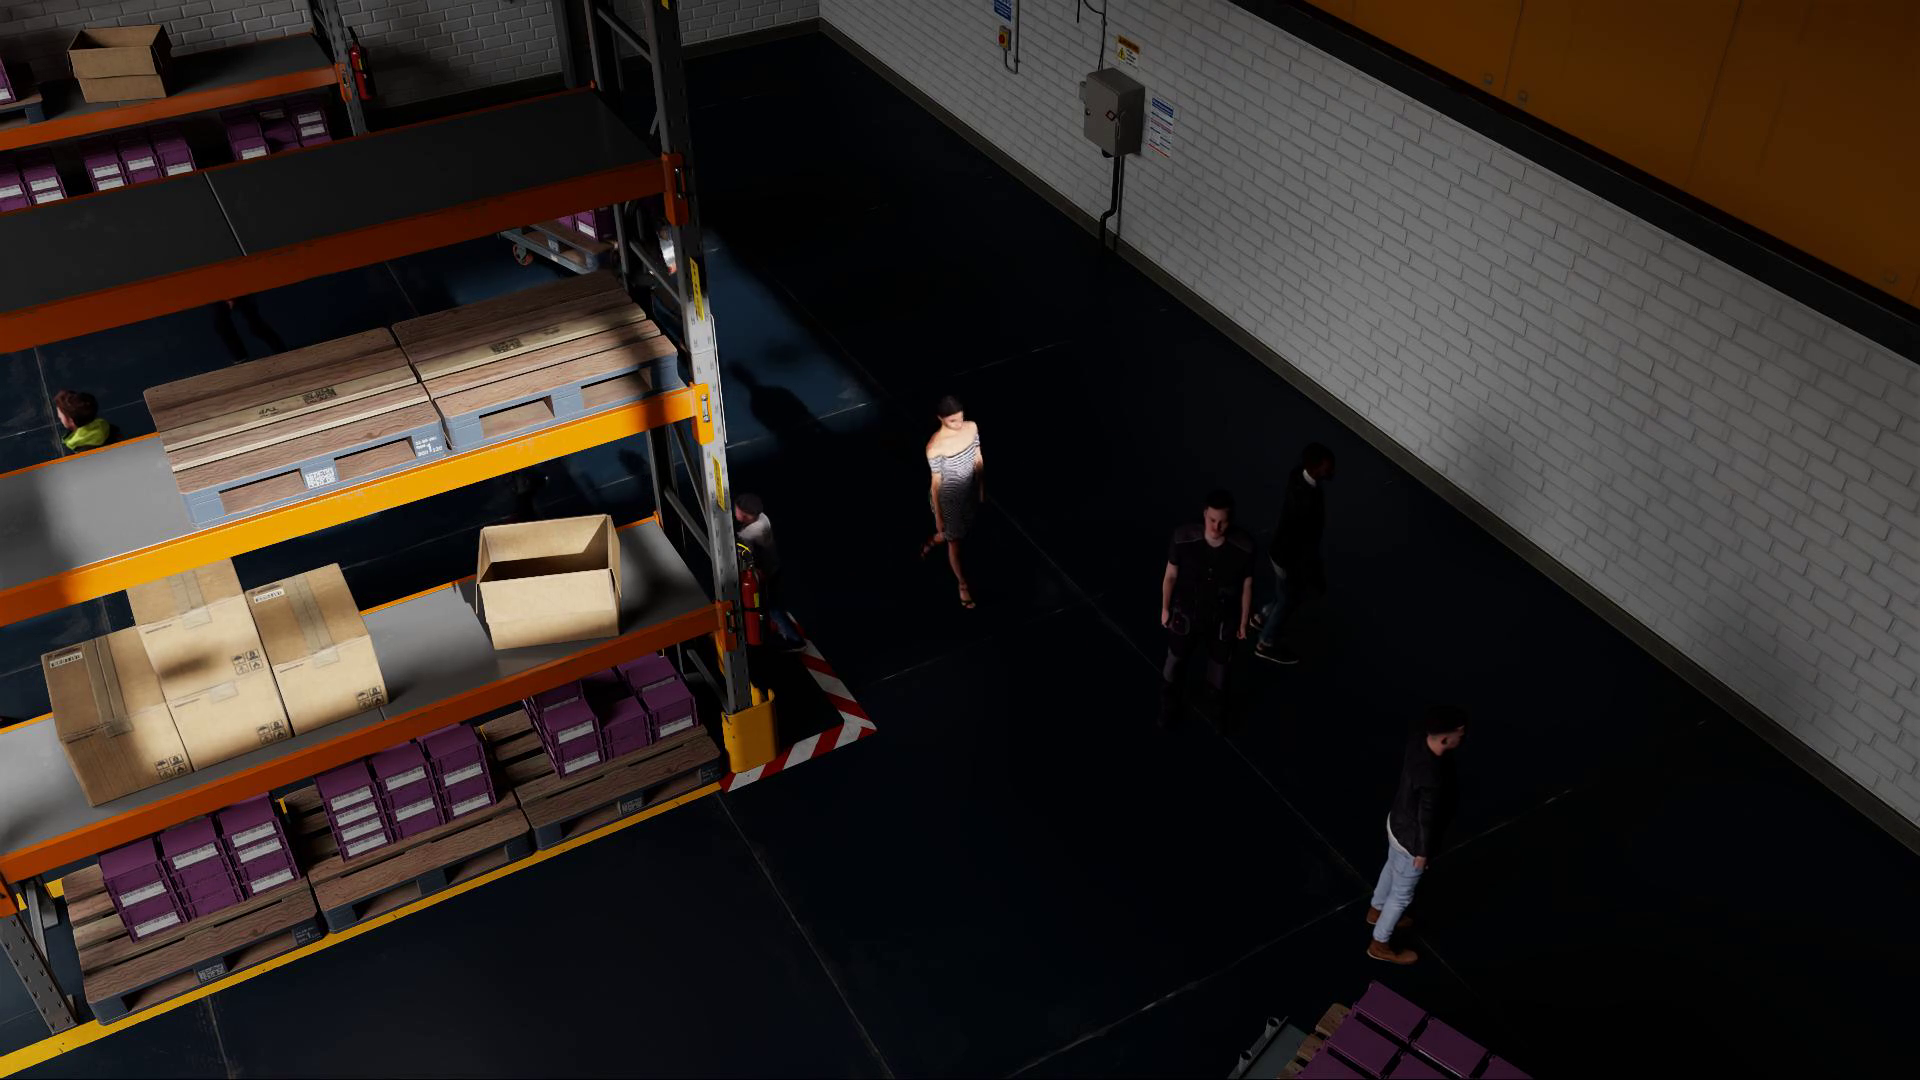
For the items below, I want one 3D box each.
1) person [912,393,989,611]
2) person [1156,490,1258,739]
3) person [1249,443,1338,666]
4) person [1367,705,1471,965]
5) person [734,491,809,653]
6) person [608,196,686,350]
[{"bbox_3d":[-0.107,-0.283,11.098,0.810,1.797,0.828,31,48,33],"label":"person"},{"bbox_3d":[1.501,0.434,10.162,0.775,1.844,0.843,8,39,10],"label":"person"},{"bbox_3d":[2.044,0.098,10.620,0.901,1.798,0.838,9,39,11],"label":"person"},{"bbox_3d":[2.393,1.532,8.799,0.743,1.830,0.727,3,39,3],"label":"person"},{"bbox_3d":[-1.259,0.229,10.902,0.879,1.241,0.820,11,40,13],"label":"person"},{"bbox_3d":[-2.519,-2.314,13.589,1.310,1.861,1.118,2,39,2],"label":"person"}]
